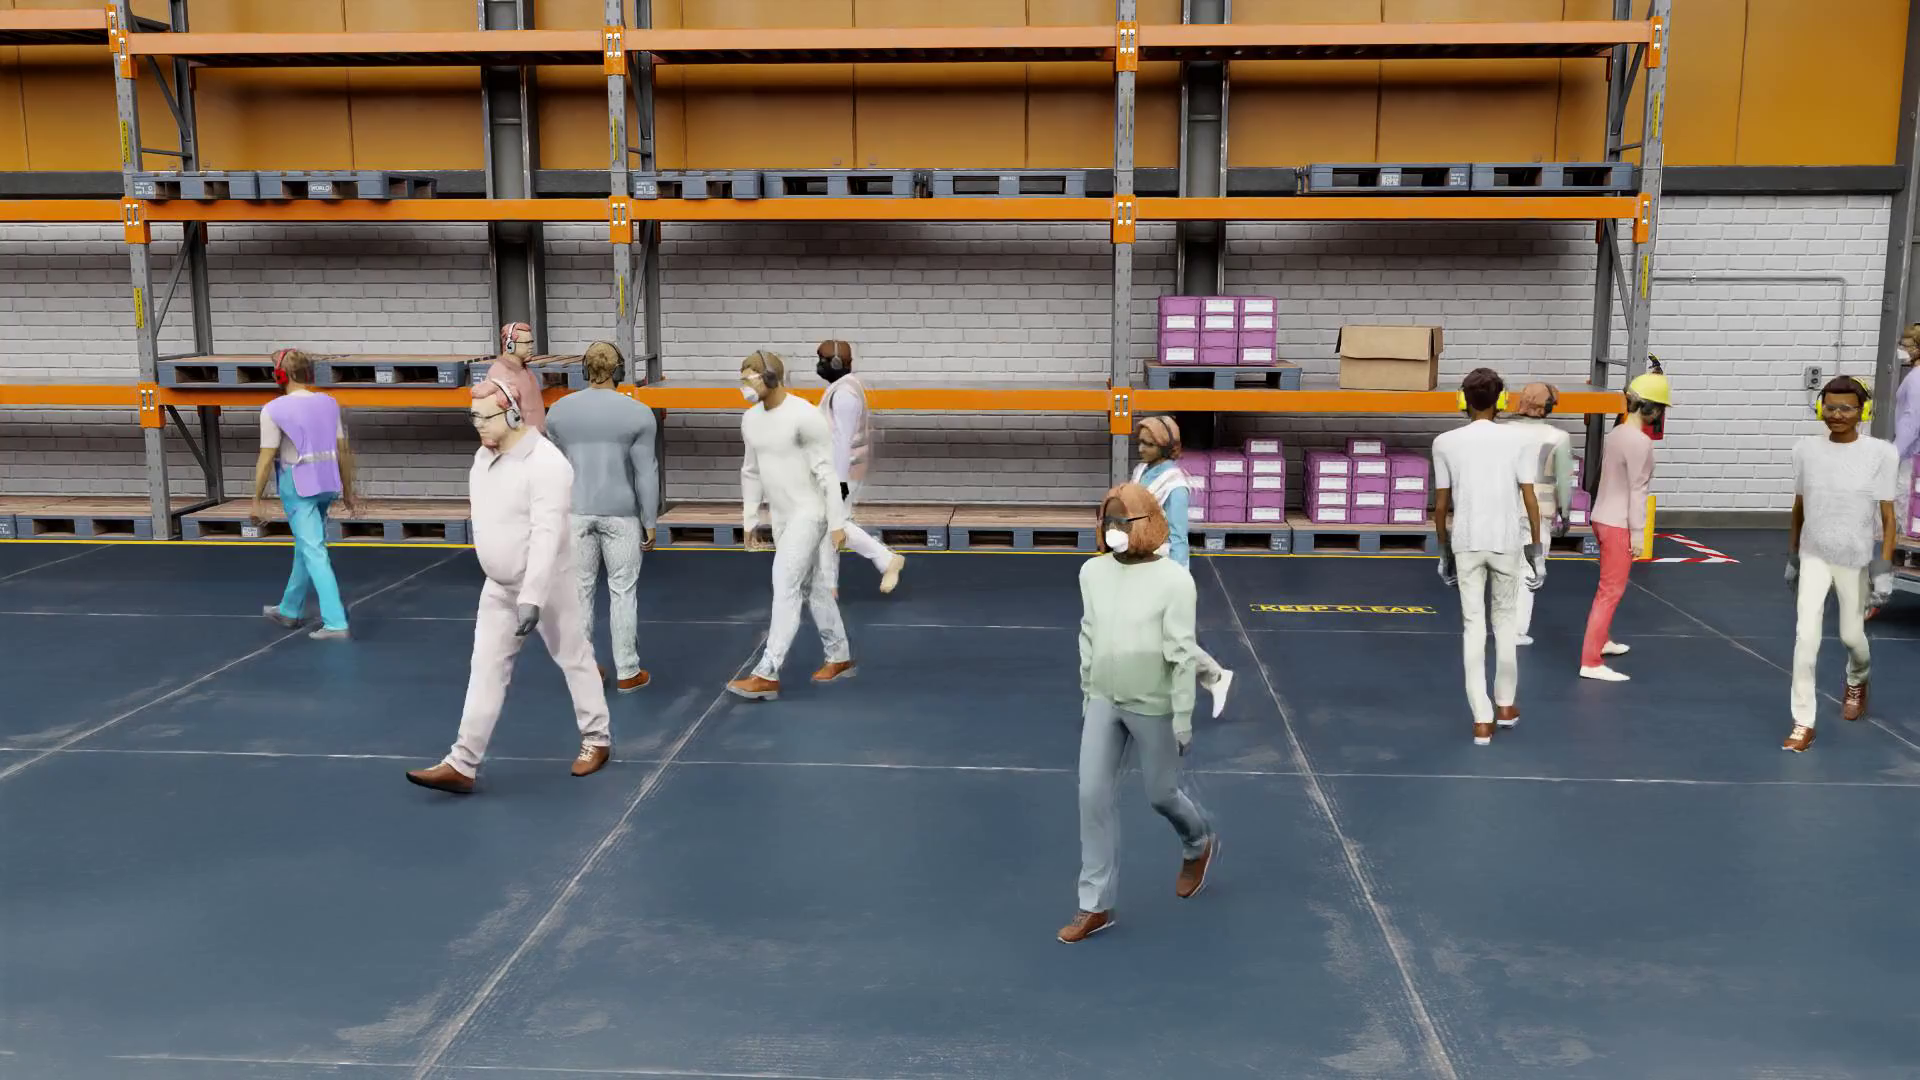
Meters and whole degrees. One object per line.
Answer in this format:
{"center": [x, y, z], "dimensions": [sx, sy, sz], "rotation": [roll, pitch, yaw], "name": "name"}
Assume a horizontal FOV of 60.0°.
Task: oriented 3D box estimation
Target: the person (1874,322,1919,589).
{"center": [6.707, -0.595, 11.906], "dimensions": [0.701, 1.905, 0.672], "rotation": [7, 12, 34], "name": "person"}

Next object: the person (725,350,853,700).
{"center": [-0.972, -0.090, 9.052], "dimensions": [0.991, 1.875, 0.632], "rotation": [-8, 12, -38], "name": "person"}

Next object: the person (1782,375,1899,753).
{"center": [4.353, 0.087, 8.197], "dimensions": [0.521, 1.819, 0.938], "rotation": [8, 13, 41], "name": "person"}

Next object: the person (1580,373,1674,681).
{"center": [3.765, -0.087, 9.461], "dimensions": [0.454, 1.738, 0.634], "rotation": [1, 10, 5], "name": "person"}

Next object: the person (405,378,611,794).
{"center": [-1.965, 0.207, 7.392], "dimensions": [0.666, 1.837, 1.013], "rotation": [7, 12, 37], "name": "person"}

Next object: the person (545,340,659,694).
{"center": [-1.939, -0.119, 9.082], "dimensions": [0.622, 1.932, 0.373], "rotation": [1, 10, 8], "name": "person"}

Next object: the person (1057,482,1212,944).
{"center": [0.651, 0.578, 5.926], "dimensions": [0.507, 1.602, 0.770], "rotation": [8, 13, 39], "name": "person"}

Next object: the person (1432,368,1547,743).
{"center": [2.628, 0.063, 8.311], "dimensions": [0.567, 1.819, 0.711], "rotation": [3, 10, 15], "name": "person"}

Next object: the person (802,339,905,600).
{"center": [-0.770, -0.469, 11.421], "dimensions": [0.675, 1.819, 0.636], "rotation": [-1, 10, -7], "name": "person"}

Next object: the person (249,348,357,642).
{"center": [-4.157, -0.283, 10.375], "dimensions": [0.916, 1.803, 0.619], "rotation": [4, 10, 22], "name": "person"}

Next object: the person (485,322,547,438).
{"center": [-3.225, -0.640, 12.207], "dimensions": [0.401, 1.903, 0.645], "rotation": [1, 10, 3], "name": "person"}

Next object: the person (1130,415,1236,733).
{"center": [1.049, 0.171, 8.277], "dimensions": [0.714, 1.609, 0.525], "rotation": [-3, 10, -15], "name": "person"}

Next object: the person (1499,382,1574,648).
{"center": [3.492, -0.159, 10.191], "dimensions": [0.522, 1.621, 0.530], "rotation": [9, 13, 43], "name": "person"}
